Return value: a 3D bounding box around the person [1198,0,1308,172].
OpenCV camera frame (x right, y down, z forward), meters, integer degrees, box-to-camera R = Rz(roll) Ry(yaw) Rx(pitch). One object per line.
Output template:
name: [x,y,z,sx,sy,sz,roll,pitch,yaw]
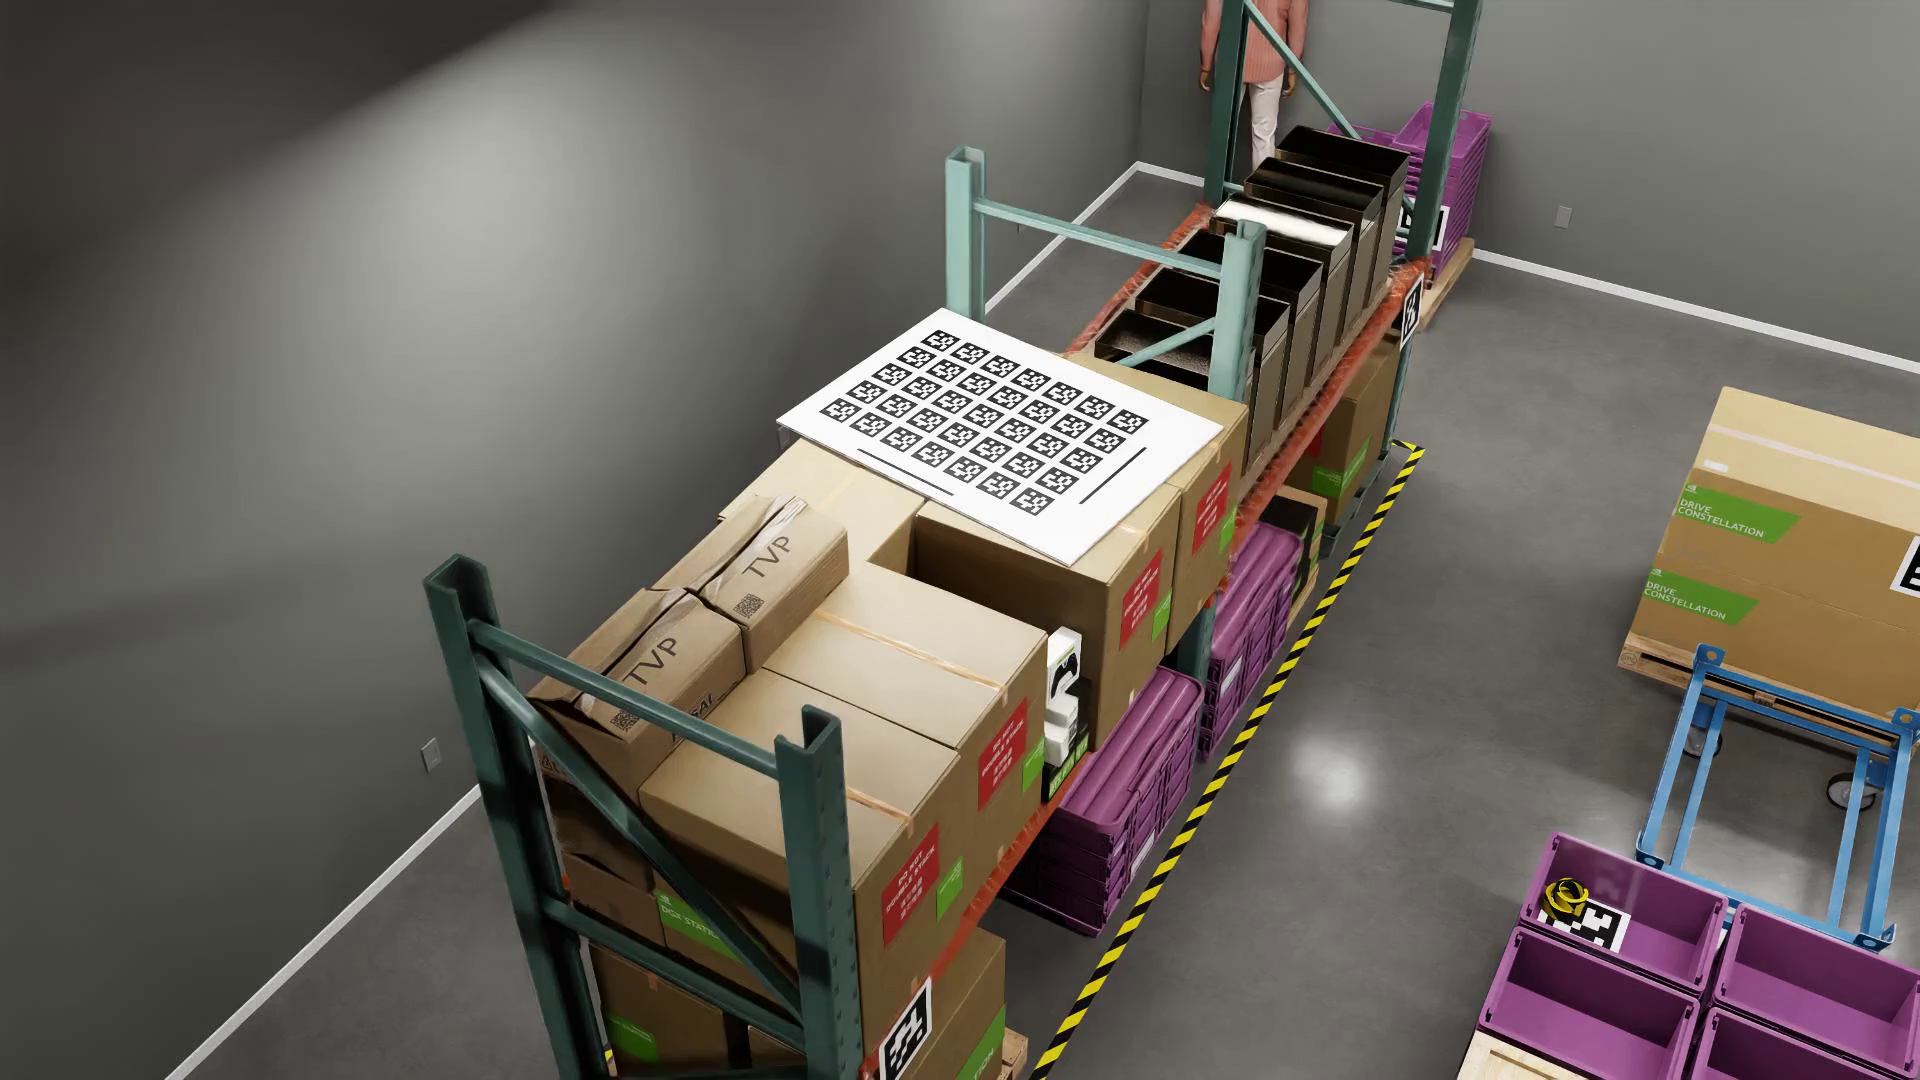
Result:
person: [1.729,-2.845,9.944,0.614,1.993,0.395,5,40,6]
